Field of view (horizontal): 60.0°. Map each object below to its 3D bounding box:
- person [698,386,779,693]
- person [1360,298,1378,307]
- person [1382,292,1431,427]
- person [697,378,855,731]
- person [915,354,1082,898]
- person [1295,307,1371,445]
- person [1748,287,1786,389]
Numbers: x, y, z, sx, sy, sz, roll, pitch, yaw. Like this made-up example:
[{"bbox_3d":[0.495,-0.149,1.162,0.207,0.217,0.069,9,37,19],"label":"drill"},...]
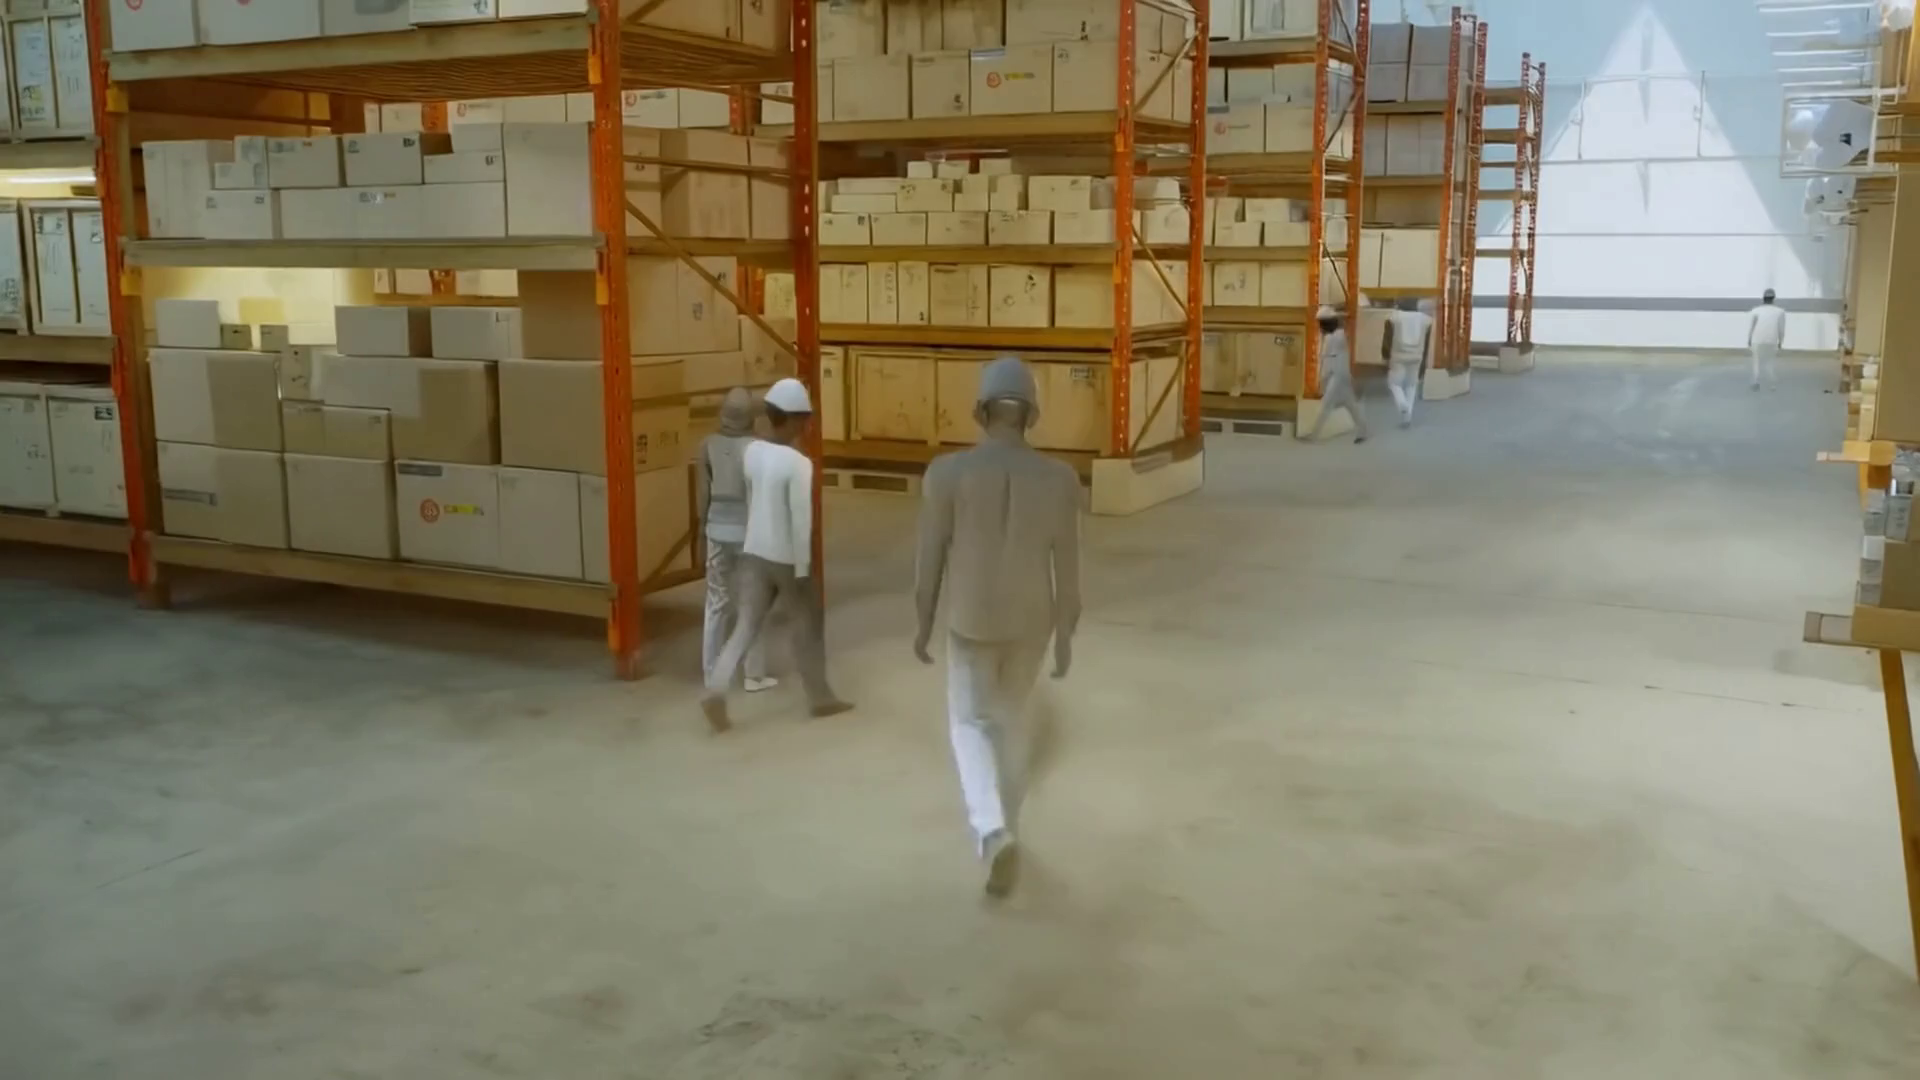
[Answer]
[{"bbox_3d":[-1.172,-0.002,8.885,0.516,1.629,0.311,5,11,26],"label":"person"},{"bbox_3d":[9.282,-5.048,37.598,0.915,1.806,0.569,7,12,35],"label":"person"},{"bbox_3d":[5.951,-2.394,22.195,0.628,1.828,0.613,0,10,-1],"label":"person"},{"bbox_3d":[-0.923,0.071,8.156,0.535,1.731,0.853,9,13,42],"label":"person"},{"bbox_3d":[0.154,0.306,6.122,0.609,1.971,0.879,-2,10,-9],"label":"person"},{"bbox_3d":[4.564,-1.981,20.203,0.989,1.667,0.485,0,10,3],"label":"person"},{"bbox_3d":[13.789,-3.434,28.440,0.569,1.760,0.406,5,11,25],"label":"person"}]
